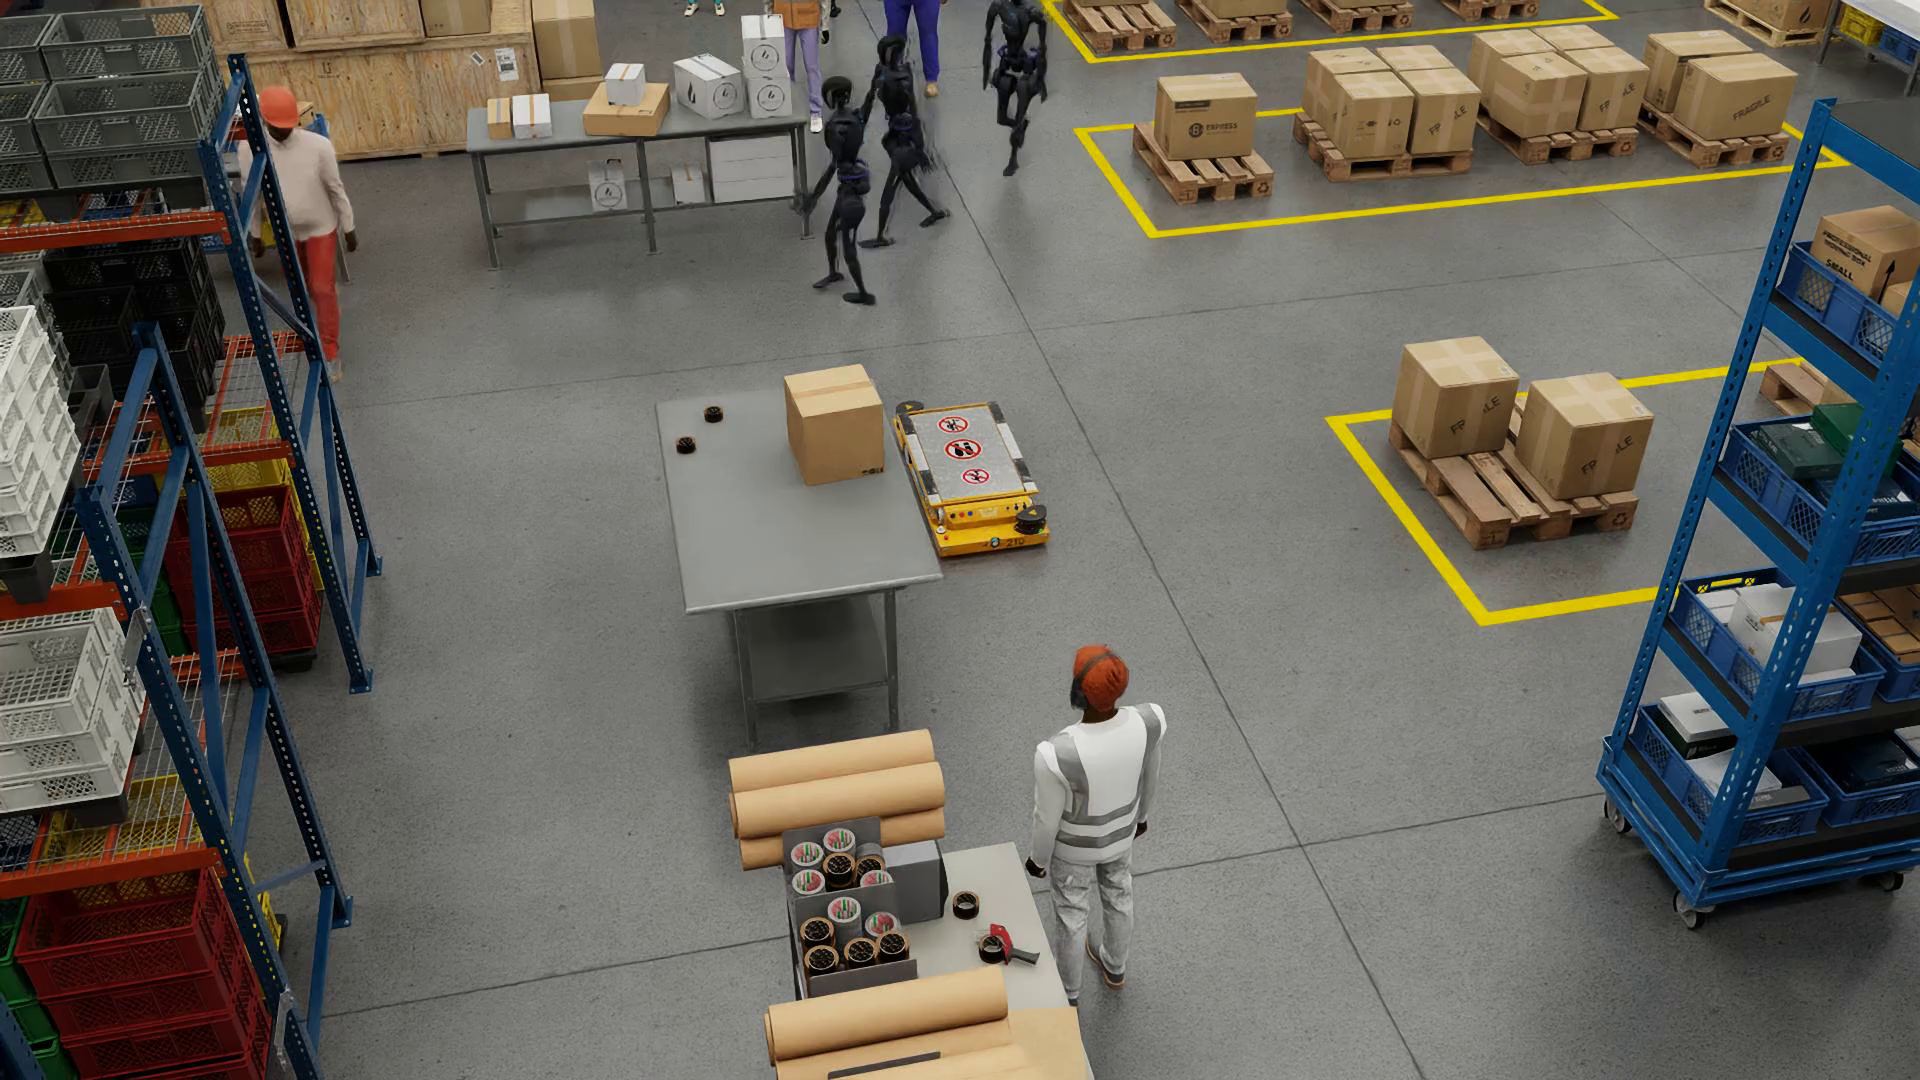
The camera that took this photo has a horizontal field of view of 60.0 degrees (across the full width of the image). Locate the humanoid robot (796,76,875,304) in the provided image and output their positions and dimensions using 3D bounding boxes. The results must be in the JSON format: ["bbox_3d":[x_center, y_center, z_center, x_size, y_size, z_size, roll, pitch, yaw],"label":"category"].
[{"bbox_3d":[-0.890,-2.451,11.679,0.498,1.643,0.561,-6,37,-8],"label":"humanoid robot"}]

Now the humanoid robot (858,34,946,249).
[{"bbox_3d":[-0.428,-3.018,12.475,0.786,1.631,0.548,-14,39,-19],"label":"humanoid robot"}]

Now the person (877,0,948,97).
[{"bbox_3d":[-0.427,-4.917,14.679,0.686,2.000,0.536,4,37,5],"label":"person"}]

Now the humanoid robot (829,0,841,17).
[{"bbox_3d":[-1.413,-6.061,16.517,0.581,1.652,0.323,2,37,3],"label":"humanoid robot"}]

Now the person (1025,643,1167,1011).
[{"bbox_3d":[0.520,1.166,6.636,0.574,1.882,0.356,-19,41,-24],"label":"person"}]

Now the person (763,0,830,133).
[{"bbox_3d":[-1.383,-4.402,14.089,0.584,1.918,0.373,6,37,7],"label":"person"}]

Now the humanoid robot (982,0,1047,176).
[{"bbox_3d":[0.474,-3.846,13.559,0.571,1.638,0.574,18,40,23],"label":"humanoid robot"}]

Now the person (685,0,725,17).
[{"bbox_3d":[-2.581,-6.093,16.486,0.524,1.769,0.313,0,37,0],"label":"person"}]

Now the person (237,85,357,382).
[{"bbox_3d":[-4.326,-2.074,10.934,0.656,1.958,0.799,-5,37,-6],"label":"person"}]

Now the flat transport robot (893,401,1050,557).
[{"bbox_3d":[0.046,-0.430,10.108,0.652,0.197,1.431,-8,37,-10],"label":"flat transport robot"}]
